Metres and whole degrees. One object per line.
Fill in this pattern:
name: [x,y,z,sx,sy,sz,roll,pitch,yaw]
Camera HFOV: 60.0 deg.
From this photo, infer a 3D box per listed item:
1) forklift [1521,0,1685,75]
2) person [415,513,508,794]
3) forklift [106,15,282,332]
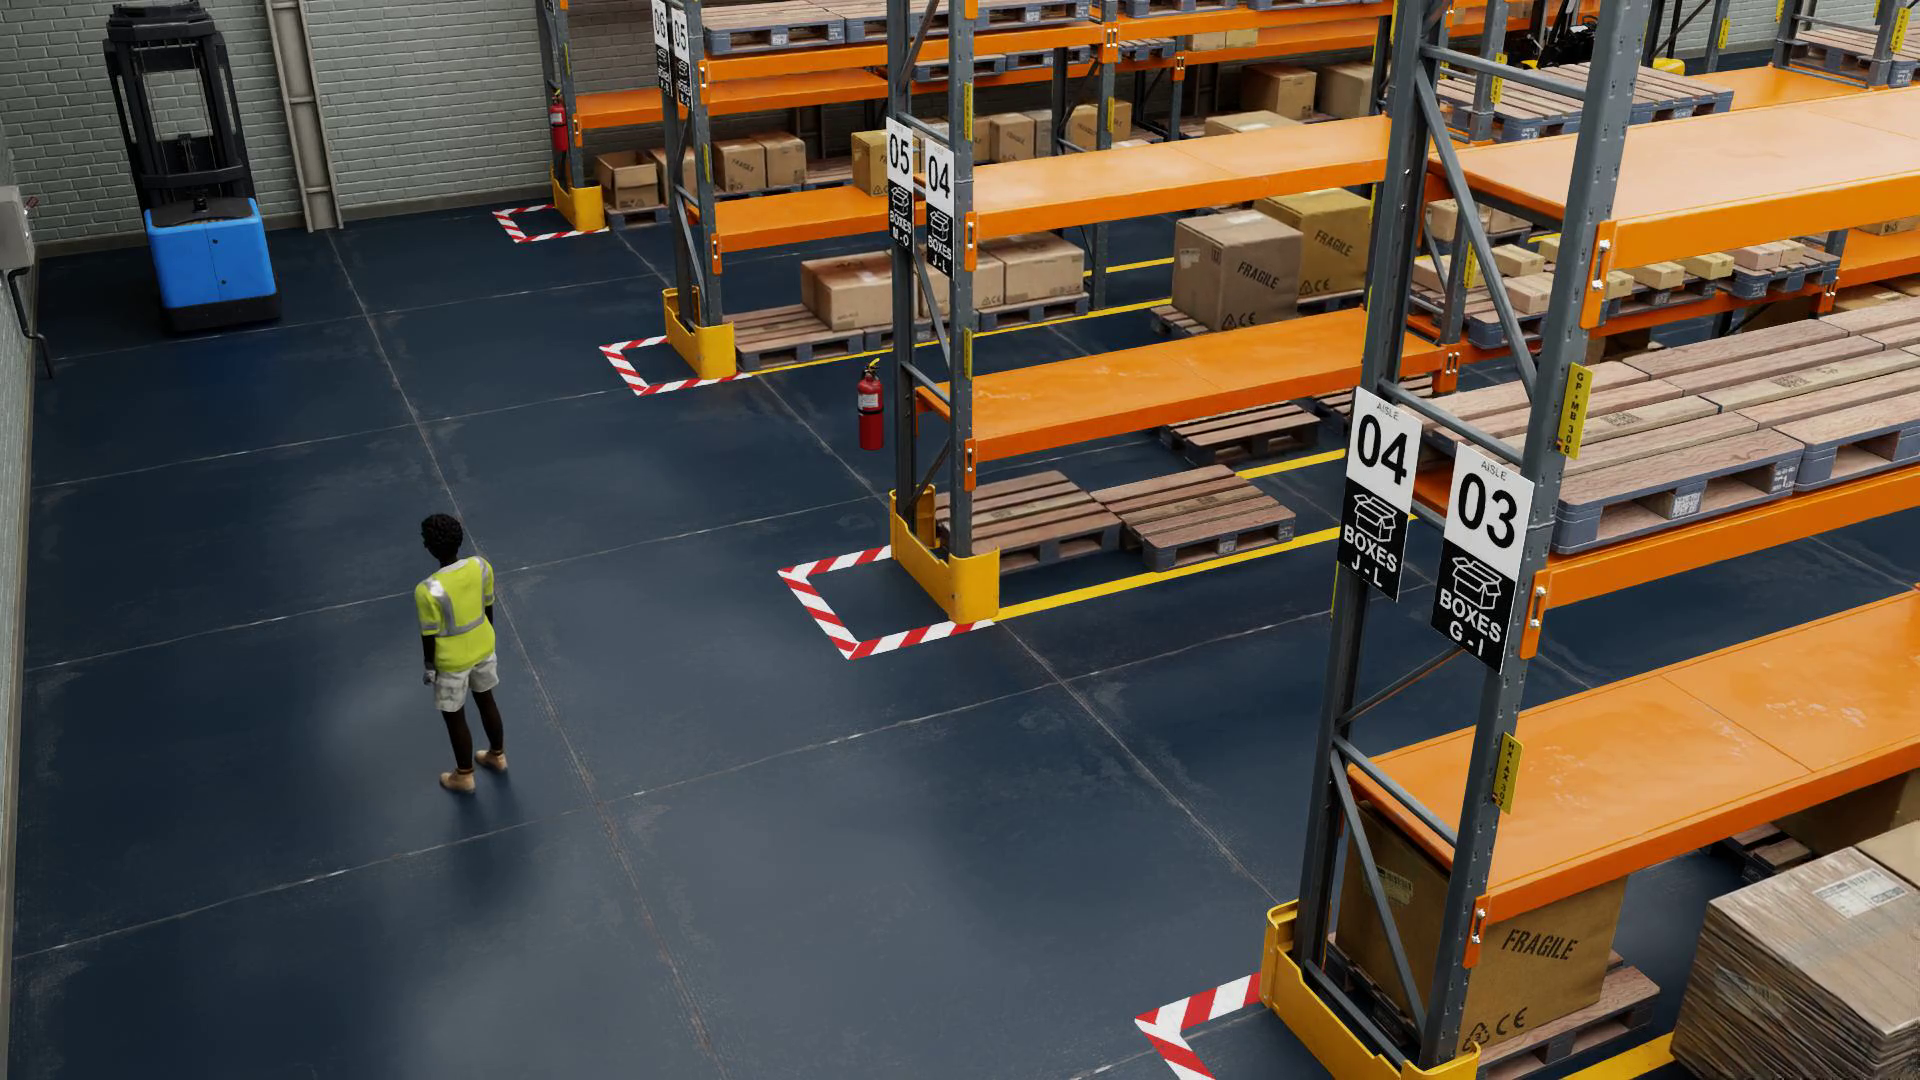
forklift: [8.950,-6.807,23.056,1.214,2.155,2.313,-12,30,-22]
person: [-2.796,0.632,9.350,0.320,1.685,0.540,15,31,26]
forklift: [-7.548,-3.672,16.323,1.129,2.768,1.873,-12,30,-22]
